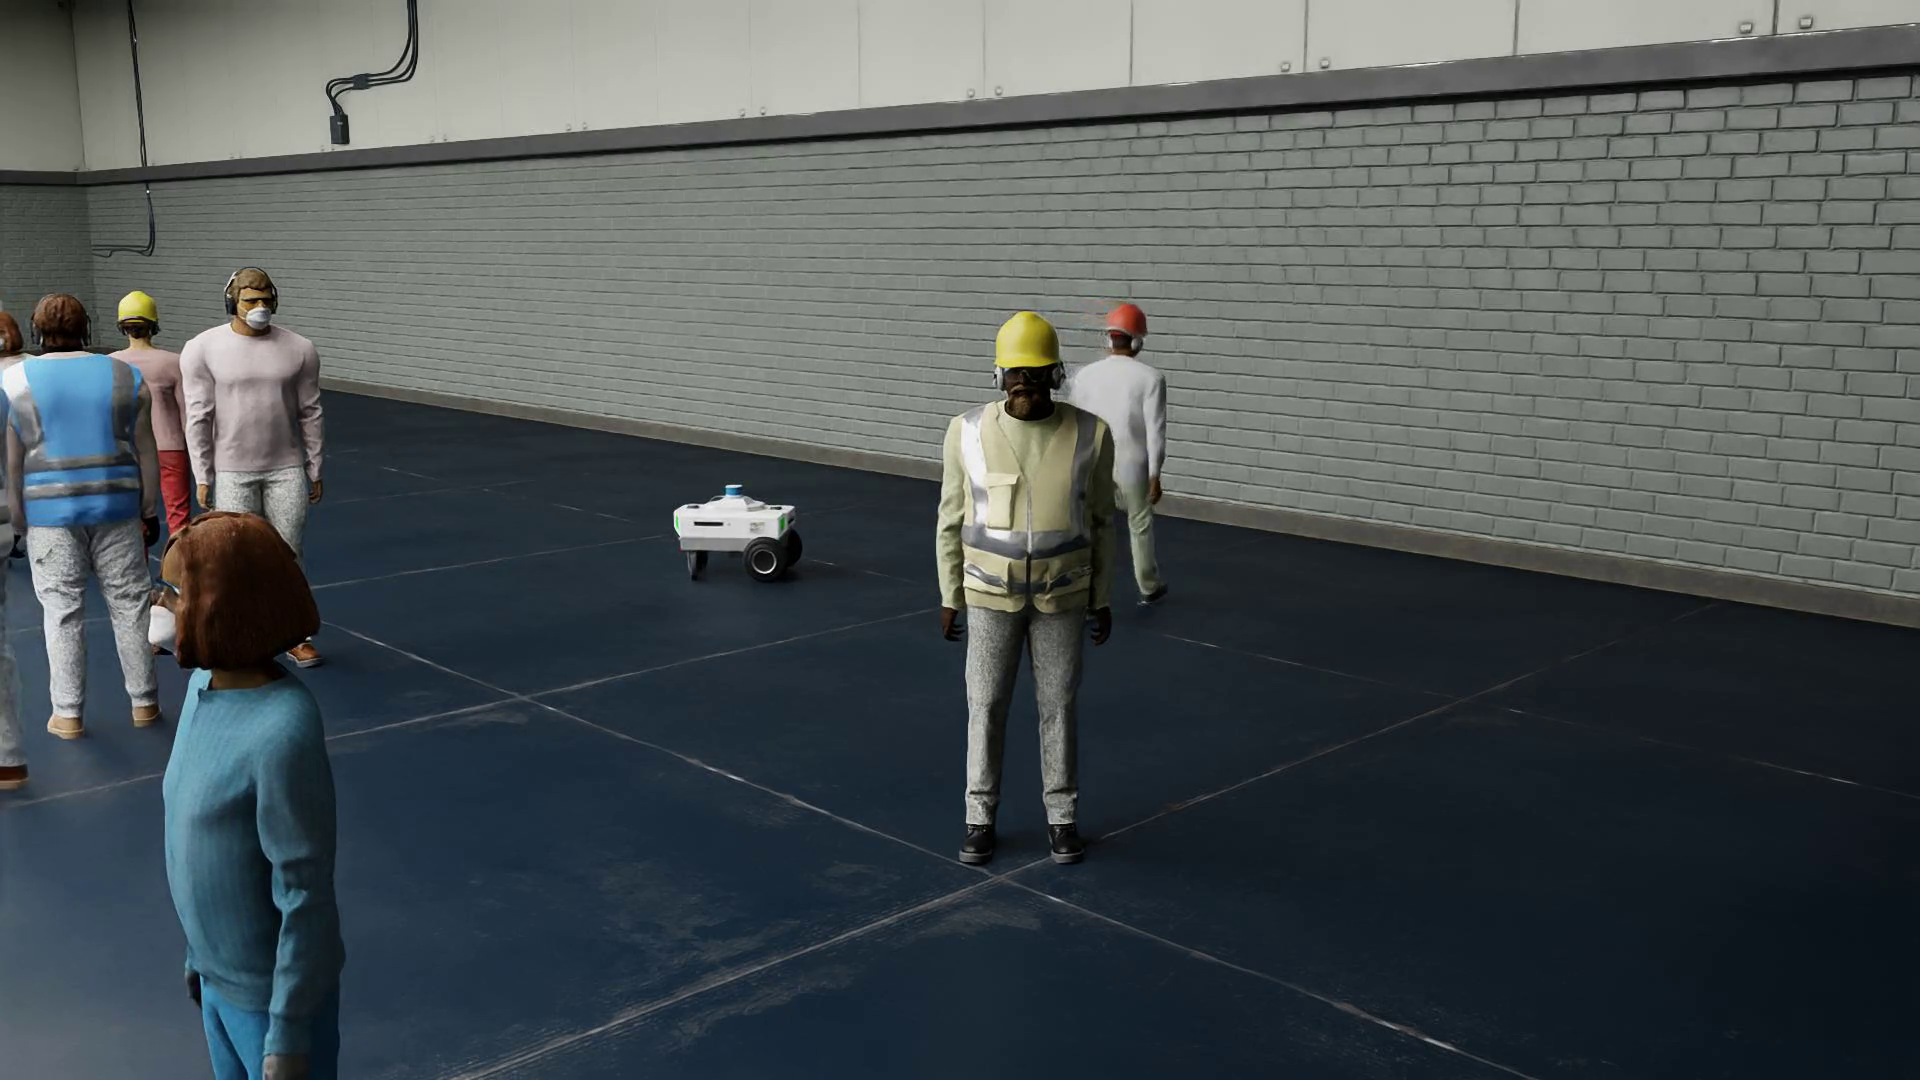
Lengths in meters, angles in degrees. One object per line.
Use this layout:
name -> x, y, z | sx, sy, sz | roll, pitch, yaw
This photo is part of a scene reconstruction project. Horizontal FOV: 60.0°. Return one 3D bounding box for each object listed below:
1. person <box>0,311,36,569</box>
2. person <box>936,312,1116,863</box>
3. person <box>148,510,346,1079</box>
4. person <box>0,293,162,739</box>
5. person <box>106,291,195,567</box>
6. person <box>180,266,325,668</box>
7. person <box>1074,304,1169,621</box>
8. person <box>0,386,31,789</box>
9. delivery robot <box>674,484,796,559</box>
person -> -5.821, -0.591, 10.207 | 0.508, 1.627, 0.281 | -1, 10, -6
person -> 0.218, 0.167, 5.500 | 0.600, 1.832, 0.404 | 0, 10, 0
person -> -1.196, 0.757, 2.821 | 0.285, 1.636, 0.500 | -9, 14, -41
person -> -3.654, -0.098, 6.919 | 0.619, 1.845, 0.430 | -7, 13, -34
person -> -4.483, -0.485, 9.232 | 0.525, 1.772, 0.302 | -3, 11, -14
person -> -3.332, -0.325, 7.923 | 0.625, 1.933, 0.375 | -7, 13, -35
person -> 0.886, -0.432, 9.111 | 0.581, 1.701, 0.890 | 6, 12, 30
person -> -3.645, 0.050, 6.043 | 0.372, 1.878, 0.575 | 2, 11, 8
delivery robot -> -1.376, -0.096, 10.165 | 0.707, 0.478, 0.477 | 1, 11, 6
